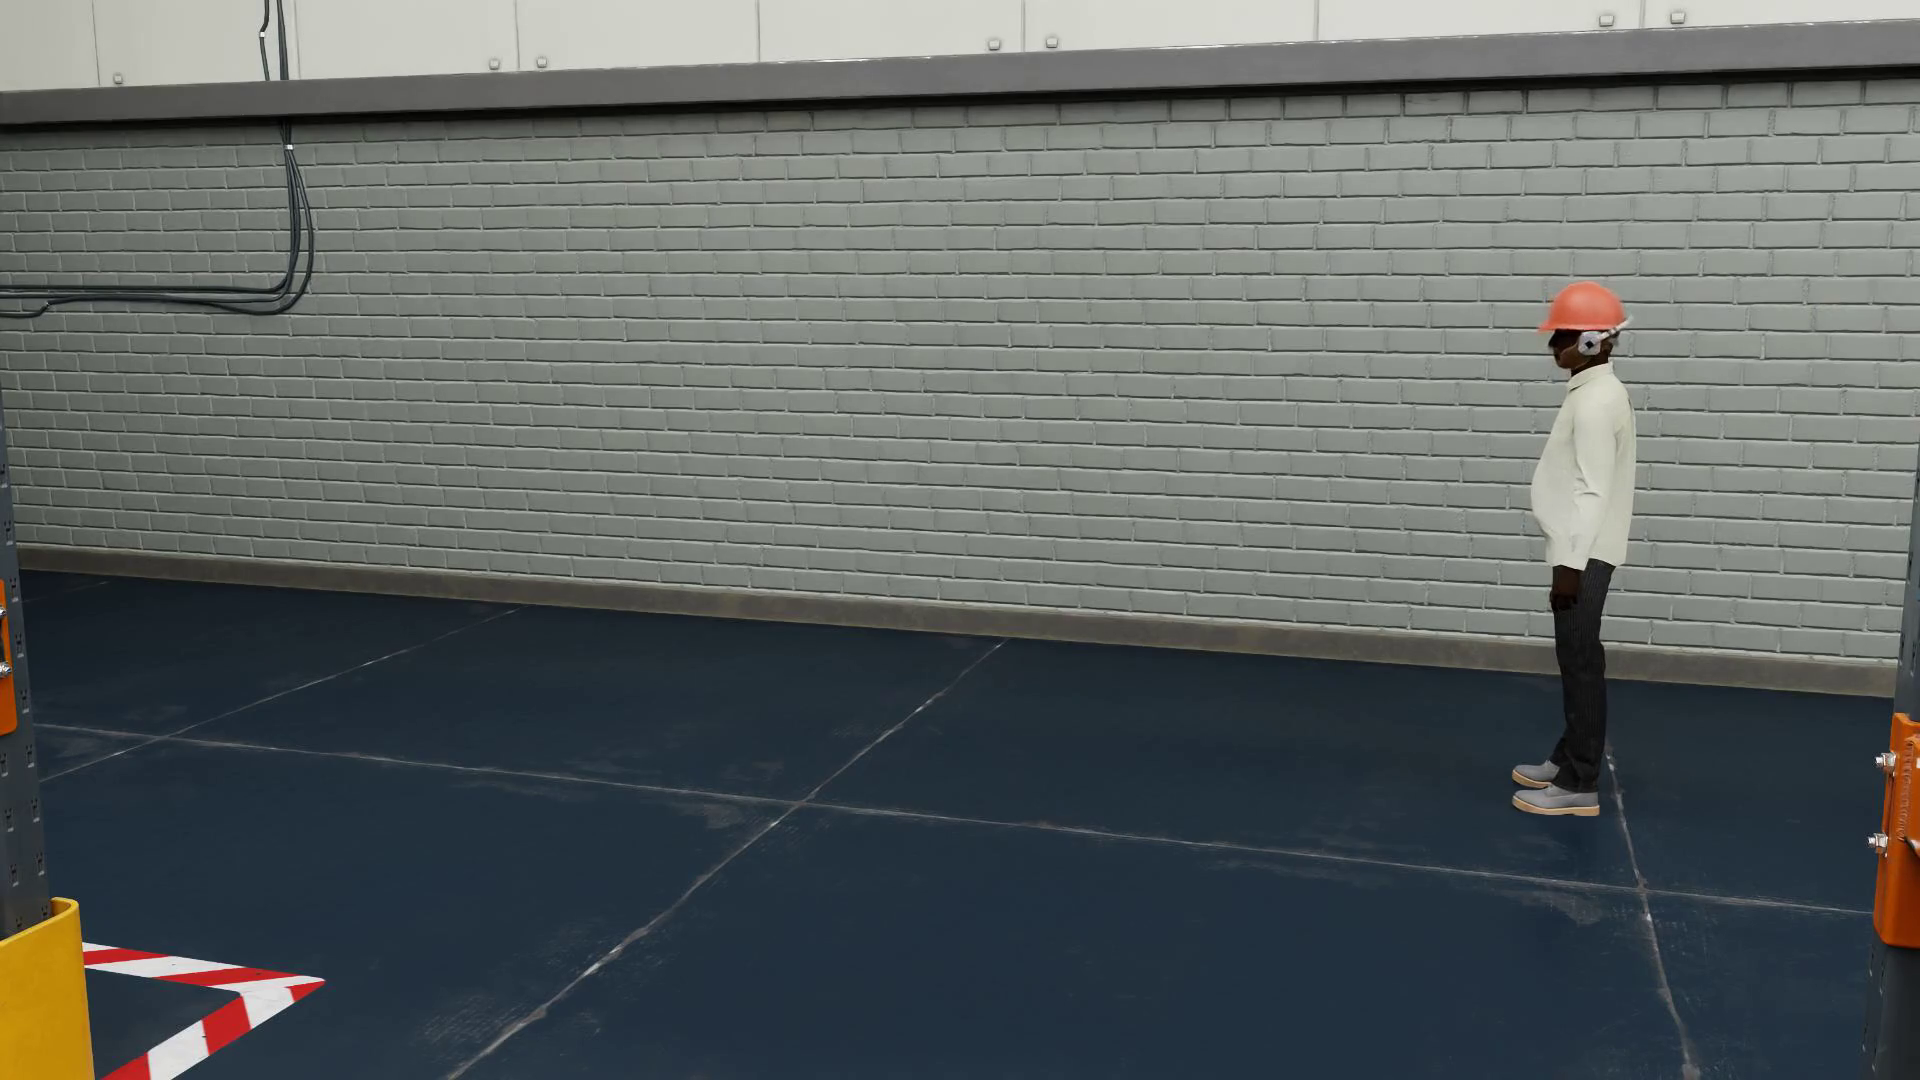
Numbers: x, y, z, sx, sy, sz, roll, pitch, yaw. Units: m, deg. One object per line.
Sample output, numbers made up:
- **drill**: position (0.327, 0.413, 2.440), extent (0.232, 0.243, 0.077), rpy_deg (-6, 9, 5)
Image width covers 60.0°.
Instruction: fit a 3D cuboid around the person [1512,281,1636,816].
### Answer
- **person**: position (2.319, 0.036, 6.257), extent (0.375, 1.996, 0.611), rpy_deg (3, 10, 20)
